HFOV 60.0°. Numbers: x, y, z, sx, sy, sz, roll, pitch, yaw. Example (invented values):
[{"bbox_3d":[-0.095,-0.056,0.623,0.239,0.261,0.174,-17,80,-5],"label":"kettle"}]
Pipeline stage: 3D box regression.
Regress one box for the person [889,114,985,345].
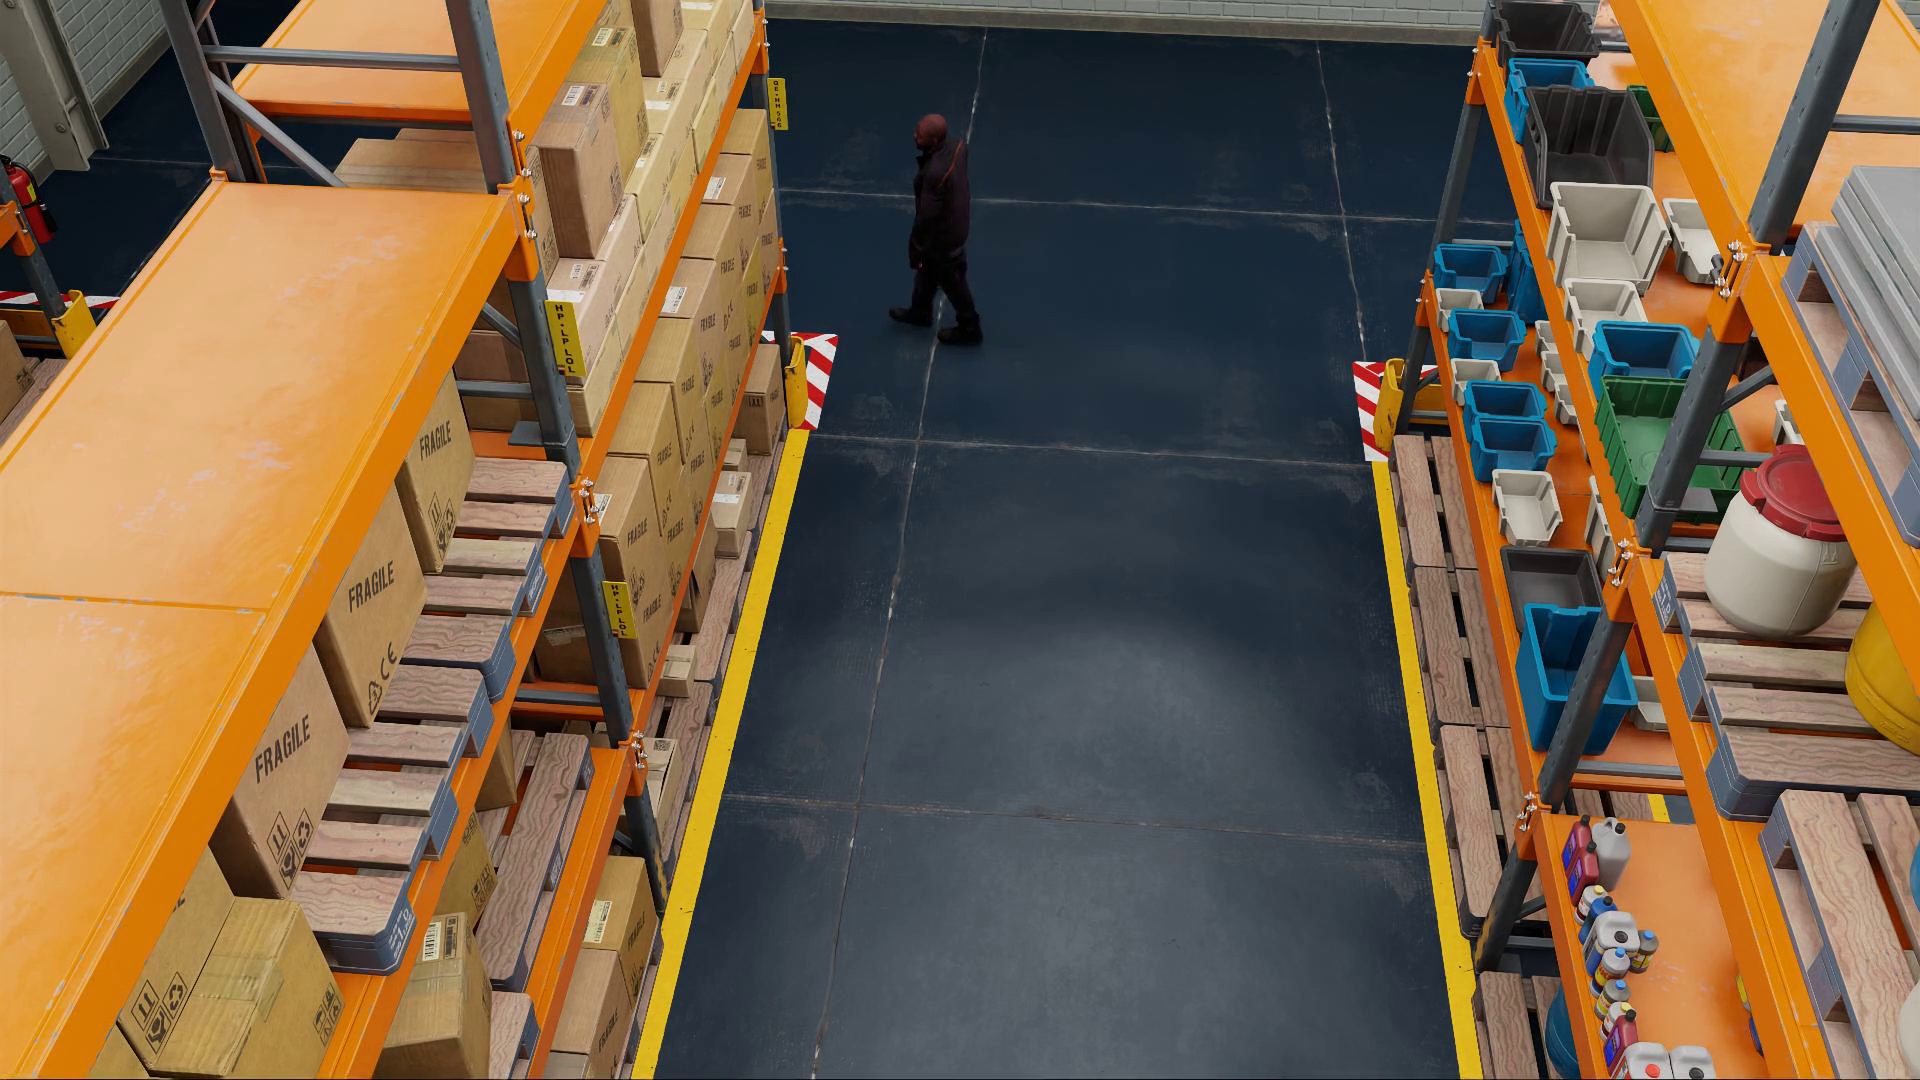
[{"bbox_3d":[-0.009,-2.030,11.066,0.867,1.799,0.937,11,44,12],"label":"person"}]
